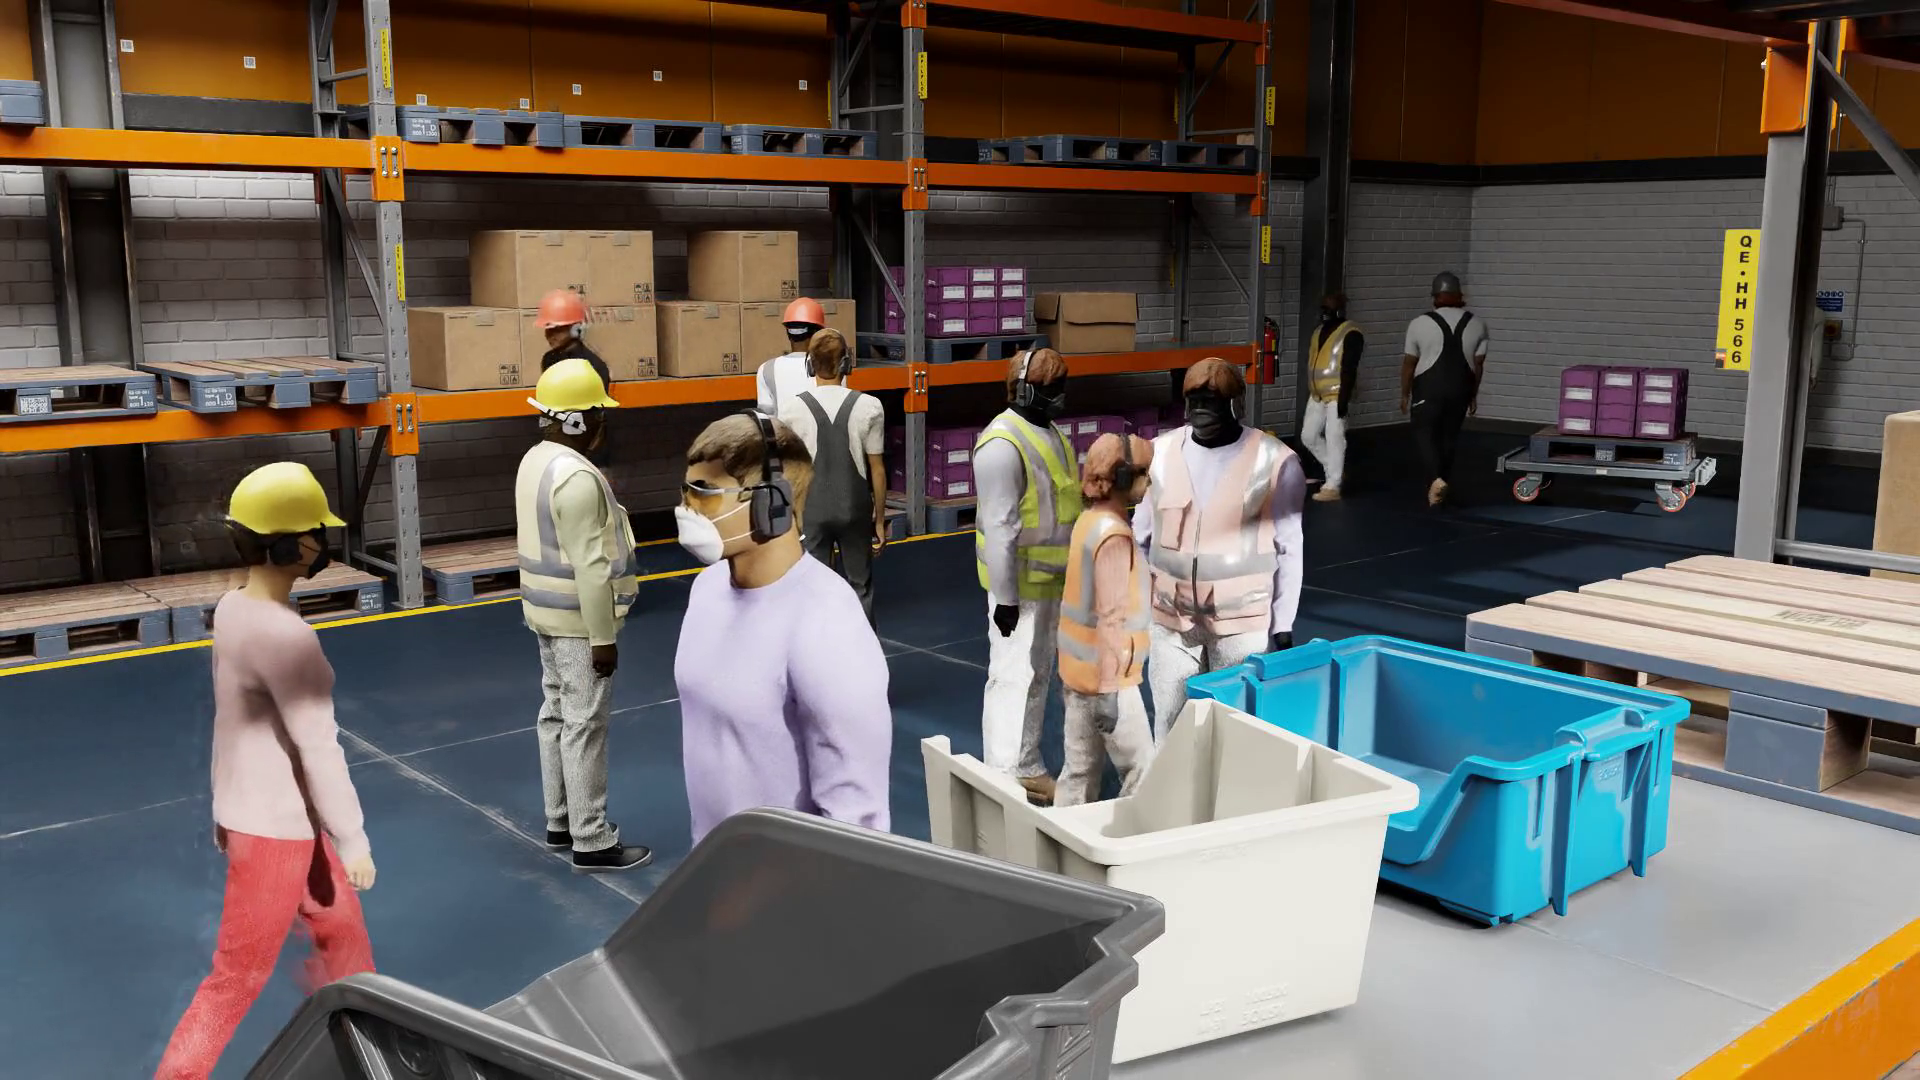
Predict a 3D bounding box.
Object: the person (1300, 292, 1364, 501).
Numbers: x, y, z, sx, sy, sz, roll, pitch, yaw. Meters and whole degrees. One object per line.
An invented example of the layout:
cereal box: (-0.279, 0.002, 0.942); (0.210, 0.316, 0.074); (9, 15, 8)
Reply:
person: (3.230, -1.239, 14.466); (0.436, 1.816, 0.627); (-5, 11, -26)

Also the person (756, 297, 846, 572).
person: (-0.881, -0.420, 9.558); (0.542, 1.928, 0.376); (2, 10, 11)

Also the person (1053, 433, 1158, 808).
person: (0.593, 0.454, 5.494); (0.659, 1.615, 0.545); (-1, 10, -7)

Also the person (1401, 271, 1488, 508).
person: (4.093, -1.289, 14.108); (0.695, 2.000, 0.849); (0, 10, -2)

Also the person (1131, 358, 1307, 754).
person: (0.885, 0.274, 5.911); (0.634, 1.841, 0.429); (5, 11, 24)

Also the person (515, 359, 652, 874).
person: (-1.356, 0.272, 5.951); (0.404, 1.833, 0.590); (-6, 12, -31)

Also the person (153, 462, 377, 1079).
person: (-1.659, 0.668, 4.060); (0.923, 1.718, 0.542); (-7, 12, -36)

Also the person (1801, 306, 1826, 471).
person: (8.116, -1.637, 16.347); (0.629, 1.940, 0.379); (2, 10, 12)

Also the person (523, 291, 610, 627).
person: (-2.264, -0.433, 9.525); (0.632, 1.961, 0.658); (9, 14, 43)

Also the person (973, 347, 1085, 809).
person: (0.284, 0.173, 6.480); (0.429, 1.841, 0.634); (4, 11, 22)

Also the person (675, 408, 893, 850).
person: (-0.355, 0.715, 3.169); (0.379, 1.940, 0.629); (-6, 12, -31)

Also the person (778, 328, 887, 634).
person: (-0.597, -0.071, 7.855); (0.506, 1.839, 0.343); (-1, 10, -7)
